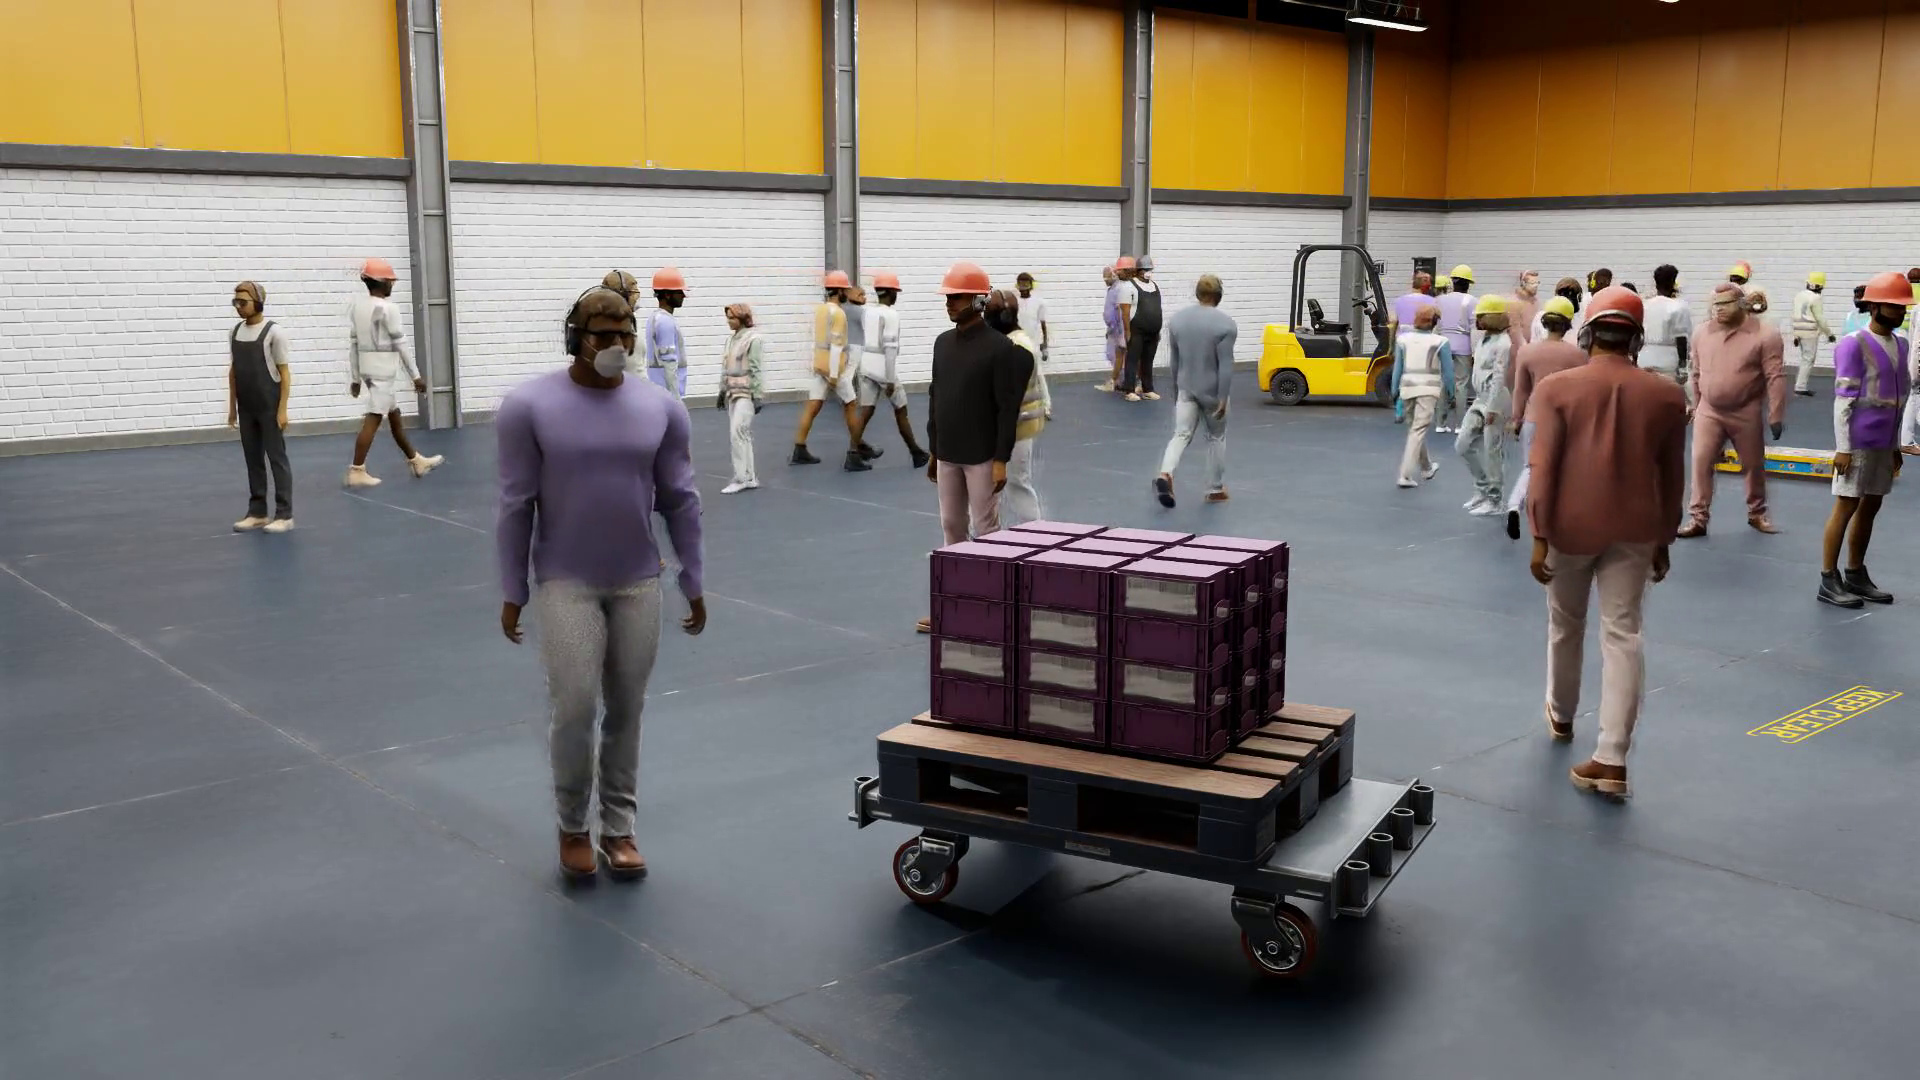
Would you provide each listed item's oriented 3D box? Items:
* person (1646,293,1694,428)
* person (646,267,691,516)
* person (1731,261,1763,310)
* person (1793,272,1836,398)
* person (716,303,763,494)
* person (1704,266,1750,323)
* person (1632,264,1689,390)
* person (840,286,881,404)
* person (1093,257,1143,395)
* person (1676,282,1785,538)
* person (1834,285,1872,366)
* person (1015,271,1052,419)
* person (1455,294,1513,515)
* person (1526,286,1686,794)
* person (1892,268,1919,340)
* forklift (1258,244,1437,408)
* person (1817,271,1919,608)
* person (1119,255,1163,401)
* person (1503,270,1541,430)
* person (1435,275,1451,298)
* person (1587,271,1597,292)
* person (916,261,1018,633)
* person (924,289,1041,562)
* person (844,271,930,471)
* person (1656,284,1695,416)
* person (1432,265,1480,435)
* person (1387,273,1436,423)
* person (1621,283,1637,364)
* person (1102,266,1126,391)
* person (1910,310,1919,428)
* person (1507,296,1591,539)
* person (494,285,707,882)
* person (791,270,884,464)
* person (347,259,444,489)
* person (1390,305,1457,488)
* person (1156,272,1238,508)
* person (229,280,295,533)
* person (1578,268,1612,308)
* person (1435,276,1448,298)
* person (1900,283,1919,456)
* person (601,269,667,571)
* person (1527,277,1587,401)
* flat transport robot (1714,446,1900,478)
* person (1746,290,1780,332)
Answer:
[{"bbox_3d":[8.025,-2.017,19.053,0.676,1.609,0.509,1,10,4],"label":"person"},{"bbox_3d":[-2.264,-1.158,13.019,0.361,1.938,0.545,-4,10,-20],"label":"person"},{"bbox_3d":[11.584,-3.130,24.535,0.811,1.961,0.607,-7,12,-36],"label":"person"},{"bbox_3d":[12.206,-2.928,23.793,0.519,1.793,0.607,1,10,6],"label":"person"},{"bbox_3d":[-1.921,-1.212,14.238,0.442,1.624,0.552,-7,12,-36],"label":"person"},{"bbox_3d":[10.407,-2.776,22.628,0.670,1.889,0.640,-9,13,-44],"label":"person"},{"bbox_3d":[6.868,-1.748,16.421,0.650,1.948,0.612,-5,11,-29],"label":"person"},{"bbox_3d":[-1.336,-2.663,22.792,0.785,1.596,0.531,-6,11,-32],"label":"person"},{"bbox_3d":[2.330,-3.106,24.218,0.975,2.001,0.613,-2,10,-10],"label":"person"},{"bbox_3d":[5.626,-0.937,12.034,0.670,1.852,0.871,8,13,41],"label":"person"},{"bbox_3d":[10.546,-2.131,19.479,0.426,1.684,0.543,-2,10,-13],"label":"person"},{"bbox_3d":[0.829,-2.392,20.558,0.593,1.838,0.451,3,10,15],"label":"person"},{"bbox_3d":[4.111,-1.044,12.977,0.383,1.730,0.486,-1,10,-9],"label":"person"},{"bbox_3d":[2.524,-0.028,6.516,0.624,1.900,1.111,2,10,10],"label":"person"},{"bbox_3d":[14.639,-3.262,25.621,0.624,1.845,0.430,6,11,30],"label":"person"},{"bbox_3d":[5.256,-2.933,22.661,2.313,2.155,1.214,3,10,16],"label":"forklift"},{"bbox_3d":[5.274,-0.574,9.603,0.552,1.935,0.373,-5,11,-28],"label":"person"},{"bbox_3d":[2.593,-2.970,23.328,0.684,2.000,0.538,-7,12,-35],"label":"person"},{"bbox_3d":[6.521,-2.165,19.151,0.642,1.860,0.879,-7,12,-35],"label":"person"},{"bbox_3d":[6.854,-2.975,24.210,0.626,1.744,0.536,0,10,3],"label":"person"},{"bbox_3d":[8.543,-2.673,22.231,0.504,1.831,0.950,-8,12,-37],"label":"person"},{"bbox_3d":[0.040,-0.464,8.787,0.378,1.995,0.609,-9,13,-43],"label":"person"},{"bbox_3d":[0.200,-0.661,10.481,0.788,1.807,0.653,-2,10,-12],"label":"person"},{"bbox_3d":[-0.698,-1.594,15.742,1.017,1.876,0.556,-7,12,-36],"label":"person"},{"bbox_3d":[9.127,-2.455,21.271,0.606,1.731,1.085,-8,13,-41],"label":"person"},{"bbox_3d":[5.643,-2.151,18.897,0.381,1.917,0.585,-8,13,-40],"label":"person"},{"bbox_3d":[5.519,-2.330,20.230,0.721,1.806,0.720,8,13,39],"label":"person"},{"bbox_3d":[9.238,-2.742,23.117,0.860,1.642,0.544,4,11,23],"label":"person"},{"bbox_3d":[2.331,-3.161,24.932,0.429,1.872,0.680,0,10,-2],"label":"person"},{"bbox_3d":[9.091,-1.520,15.298,0.641,1.885,0.552,3,10,17],"label":"person"},{"bbox_3d":[4.087,-0.817,11.579,0.532,1.754,0.588,8,12,38],"label":"person"},{"bbox_3d":[-1.129,0.155,5.349,0.662,1.928,0.464,-5,11,-29],"label":"person"},{"bbox_3d":[-1.238,-1.682,16.254,0.994,1.886,0.555,-6,11,-32],"label":"person"},{"bbox_3d":[-5.048,-1.476,14.726,0.617,1.984,1.050,9,13,42],"label":"person"},{"bbox_3d":[4.109,-1.268,14.655,0.545,1.586,0.866,9,14,44],"label":"person"},{"bbox_3d":[1.908,-1.198,13.373,0.627,1.904,0.907,6,11,32],"label":"person"},{"bbox_3d":[-5.139,-0.971,12.197,0.514,1.844,0.328,4,10,20],"label":"person"},{"bbox_3d":[7.972,-2.460,20.821,0.599,1.886,0.894,3,10,17],"label":"person"},{"bbox_3d":[6.736,-2.851,23.486,0.523,1.745,0.532,5,11,26],"label":"person"},{"bbox_3d":[9.819,-1.791,16.949,0.329,1.865,0.507,6,11,30],"label":"person"},{"bbox_3d":[-2.164,-0.751,10.638,0.370,1.940,0.630,-8,13,-41],"label":"person"},{"bbox_3d":[5.115,-1.297,14.119,0.622,1.844,0.429,5,11,26],"label":"person"},{"bbox_3d":[7.737,-0.709,15.266,0.652,0.197,1.431,-8,13,-41],"label":"flat transport robot"},{"bbox_3d":[9.935,-2.314,20.736,0.548,1.603,0.692,5,11,25],"label":"person"}]
